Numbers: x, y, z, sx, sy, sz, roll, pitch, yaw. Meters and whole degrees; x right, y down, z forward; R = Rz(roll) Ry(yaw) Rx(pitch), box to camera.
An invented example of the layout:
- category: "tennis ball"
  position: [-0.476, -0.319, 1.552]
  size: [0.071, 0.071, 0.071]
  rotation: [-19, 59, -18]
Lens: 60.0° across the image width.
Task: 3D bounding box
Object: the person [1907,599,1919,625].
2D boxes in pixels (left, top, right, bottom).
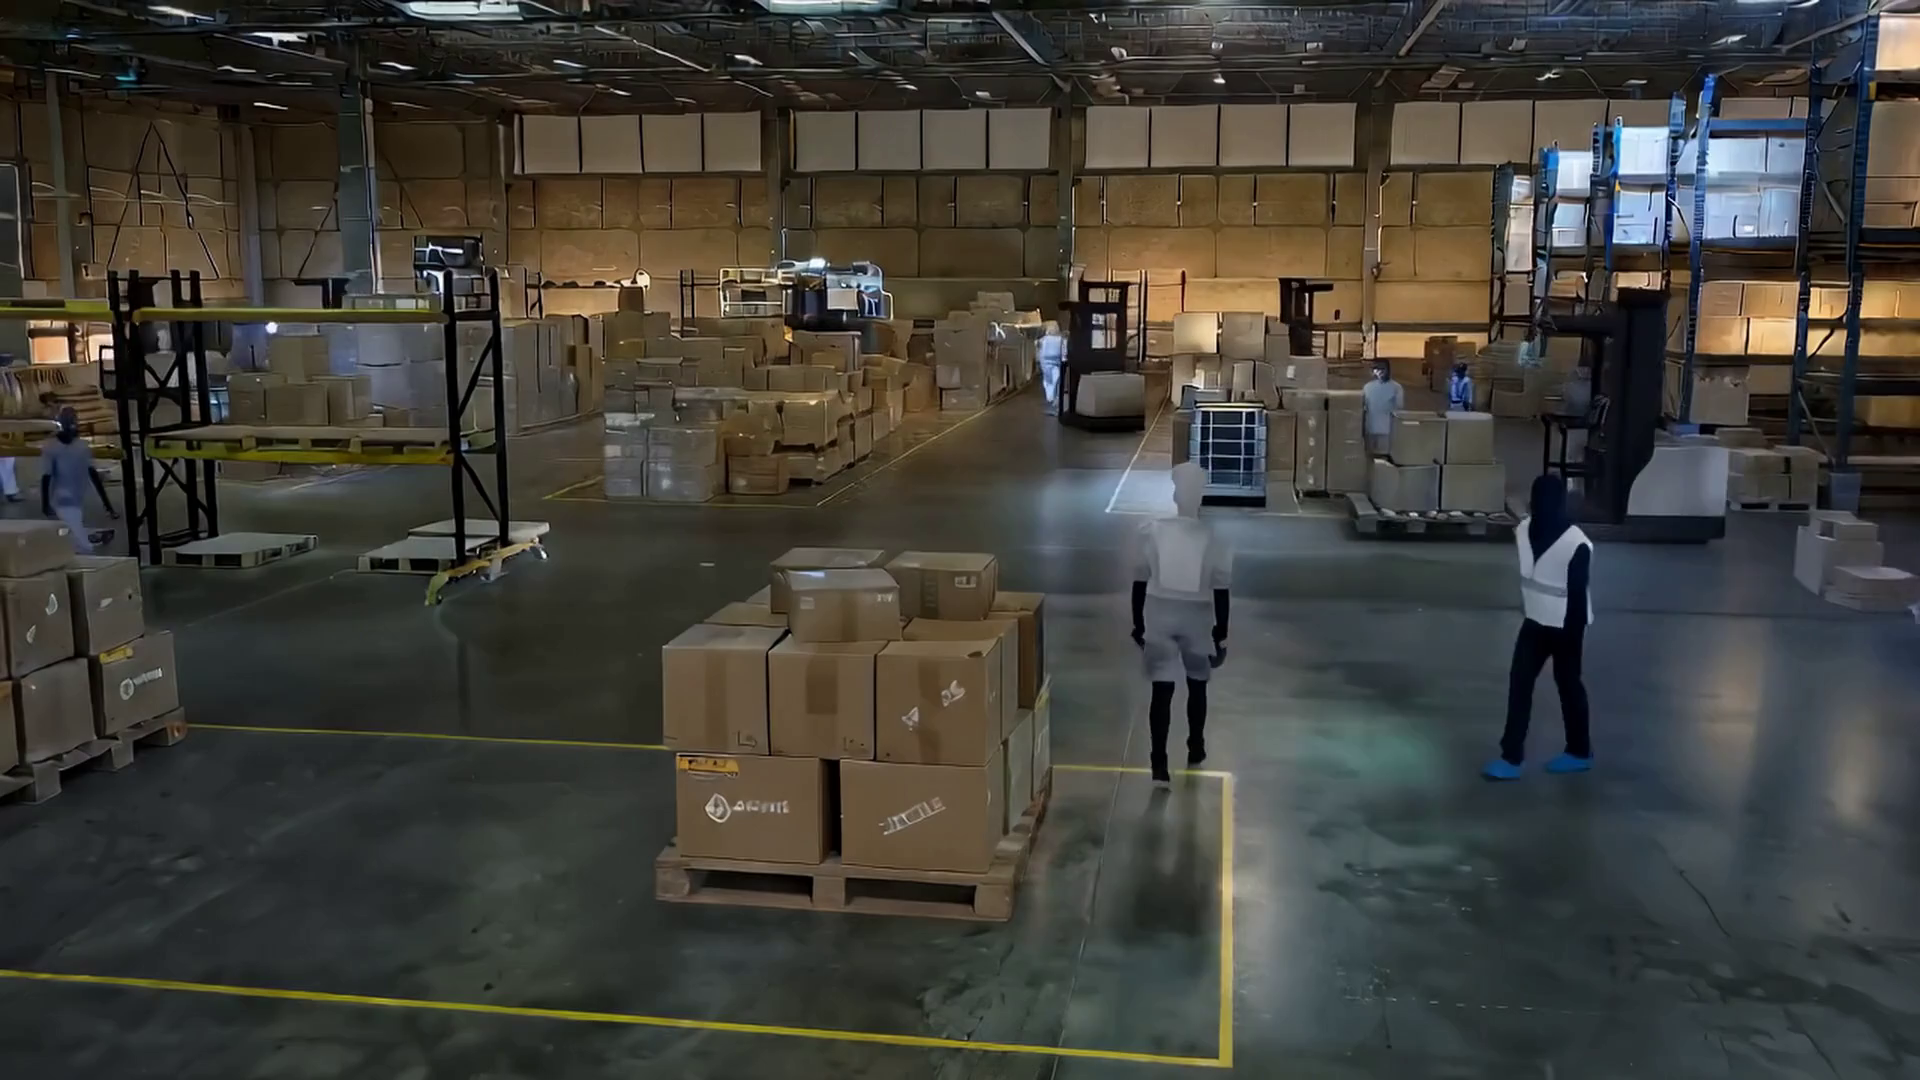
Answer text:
- category: "person"
  position: [8.112, 0.031, 13.567]
  size: [0.444, 1.629, 0.515]
  rotation: [4, 10, 22]

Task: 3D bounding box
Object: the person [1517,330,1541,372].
- category: "person"
  position: [13.150, -3.992, 38.261]
  size: [0.763, 1.672, 0.539]
  rotation: [-5, 11, -29]

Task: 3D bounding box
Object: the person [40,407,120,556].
- category: "person"
  position: [-7.996, -0.298, 15.038]
  size: [1.003, 1.819, 0.535]
  rotation: [2, 9, 13]

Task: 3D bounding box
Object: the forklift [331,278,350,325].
- category: "forklift"
  position: [-16.170, -5.448, 43.516]
  size: [1.873, 2.768, 1.129]
  rotation: [-3, 10, -17]

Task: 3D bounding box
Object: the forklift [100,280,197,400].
- category: "forklift"
  position: [-19.095, -4.717, 39.004]
  size: [1.873, 2.768, 1.129]
  rotation: [-1, 9, -6]

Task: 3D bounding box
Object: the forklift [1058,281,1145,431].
- category: "forklift"
  position: [2.735, -3.550, 31.806]
  size: [1.129, 2.768, 1.873]
  rotation: [-3, 10, -17]

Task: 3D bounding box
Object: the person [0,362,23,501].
- category: "person"
  position: [-12.574, -1.491, 21.695]
  size: [0.537, 2.000, 0.674]
  rotation: [7, 11, 36]

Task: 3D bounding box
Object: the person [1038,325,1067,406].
- category: "person"
  position: [2.063, -3.878, 37.128]
  size: [0.633, 1.816, 0.828]
  rotation: [1, 9, 3]

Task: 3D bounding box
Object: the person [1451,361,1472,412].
- category: "person"
  position: [7.830, -1.982, 25.987]
  size: [0.318, 1.631, 0.524]
  rotation: [-1, 9, -5]

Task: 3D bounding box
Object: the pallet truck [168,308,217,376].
- category: "pallet truck"
  position: [-21.869, -5.598, 47.154]
  size: [0.823, 1.965, 1.885]
  rotation: [4, 10, 26]

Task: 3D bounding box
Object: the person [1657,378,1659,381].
- category: "person"
  position: [8.589, -1.310, 21.082]
  size: [0.607, 1.878, 0.929]
  rotation: [-4, 10, -24]

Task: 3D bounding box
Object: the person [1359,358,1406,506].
- category: "person"
  position: [5.320, -1.331, 21.021]
  size: [0.379, 1.940, 0.629]
  rotation: [-7, 12, -38]

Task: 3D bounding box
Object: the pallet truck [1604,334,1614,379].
- category: "pallet truck"
  position: [11.253, -2.573, 28.499]
  size: [0.823, 1.965, 1.885]
  rotation: [5, 10, 27]

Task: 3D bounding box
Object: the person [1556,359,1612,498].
- category: "person"
  position: [8.313, -1.499, 22.140]
  size: [0.689, 1.908, 0.415]
  rotation: [1, 9, 5]

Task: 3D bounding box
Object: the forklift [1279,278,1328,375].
- category: "forklift"
  position: [9.509, -6.140, 47.783]
  size: [1.873, 2.768, 1.129]
  rotation: [8, 12, 40]

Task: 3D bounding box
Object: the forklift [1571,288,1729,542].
- category: "forklift"
  position: [7.631, -1.443, 18.816]
  size: [1.873, 2.768, 1.129]
  rotation: [1, 9, 9]

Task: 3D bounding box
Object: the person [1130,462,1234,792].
- category: "person"
  position: [1.285, 0.502, 9.787]
  size: [0.622, 1.925, 0.983]
  rotation: [2, 10, 15]

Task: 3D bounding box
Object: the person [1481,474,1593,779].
- category: "person"
  position: [3.478, 0.525, 9.842]
  size: [0.927, 1.847, 0.604]
  rotation: [-5, 10, -27]

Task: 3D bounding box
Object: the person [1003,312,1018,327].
- category: "person"
  position: [1.360, -5.375, 46.151]
  size: [0.982, 1.872, 0.559]
  rotation: [3, 10, 19]

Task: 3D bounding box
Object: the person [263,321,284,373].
- category: "person"
  position: [-17.100, -4.653, 41.643]
  size: [0.583, 1.901, 0.865]
  rotation: [5, 10, 28]
